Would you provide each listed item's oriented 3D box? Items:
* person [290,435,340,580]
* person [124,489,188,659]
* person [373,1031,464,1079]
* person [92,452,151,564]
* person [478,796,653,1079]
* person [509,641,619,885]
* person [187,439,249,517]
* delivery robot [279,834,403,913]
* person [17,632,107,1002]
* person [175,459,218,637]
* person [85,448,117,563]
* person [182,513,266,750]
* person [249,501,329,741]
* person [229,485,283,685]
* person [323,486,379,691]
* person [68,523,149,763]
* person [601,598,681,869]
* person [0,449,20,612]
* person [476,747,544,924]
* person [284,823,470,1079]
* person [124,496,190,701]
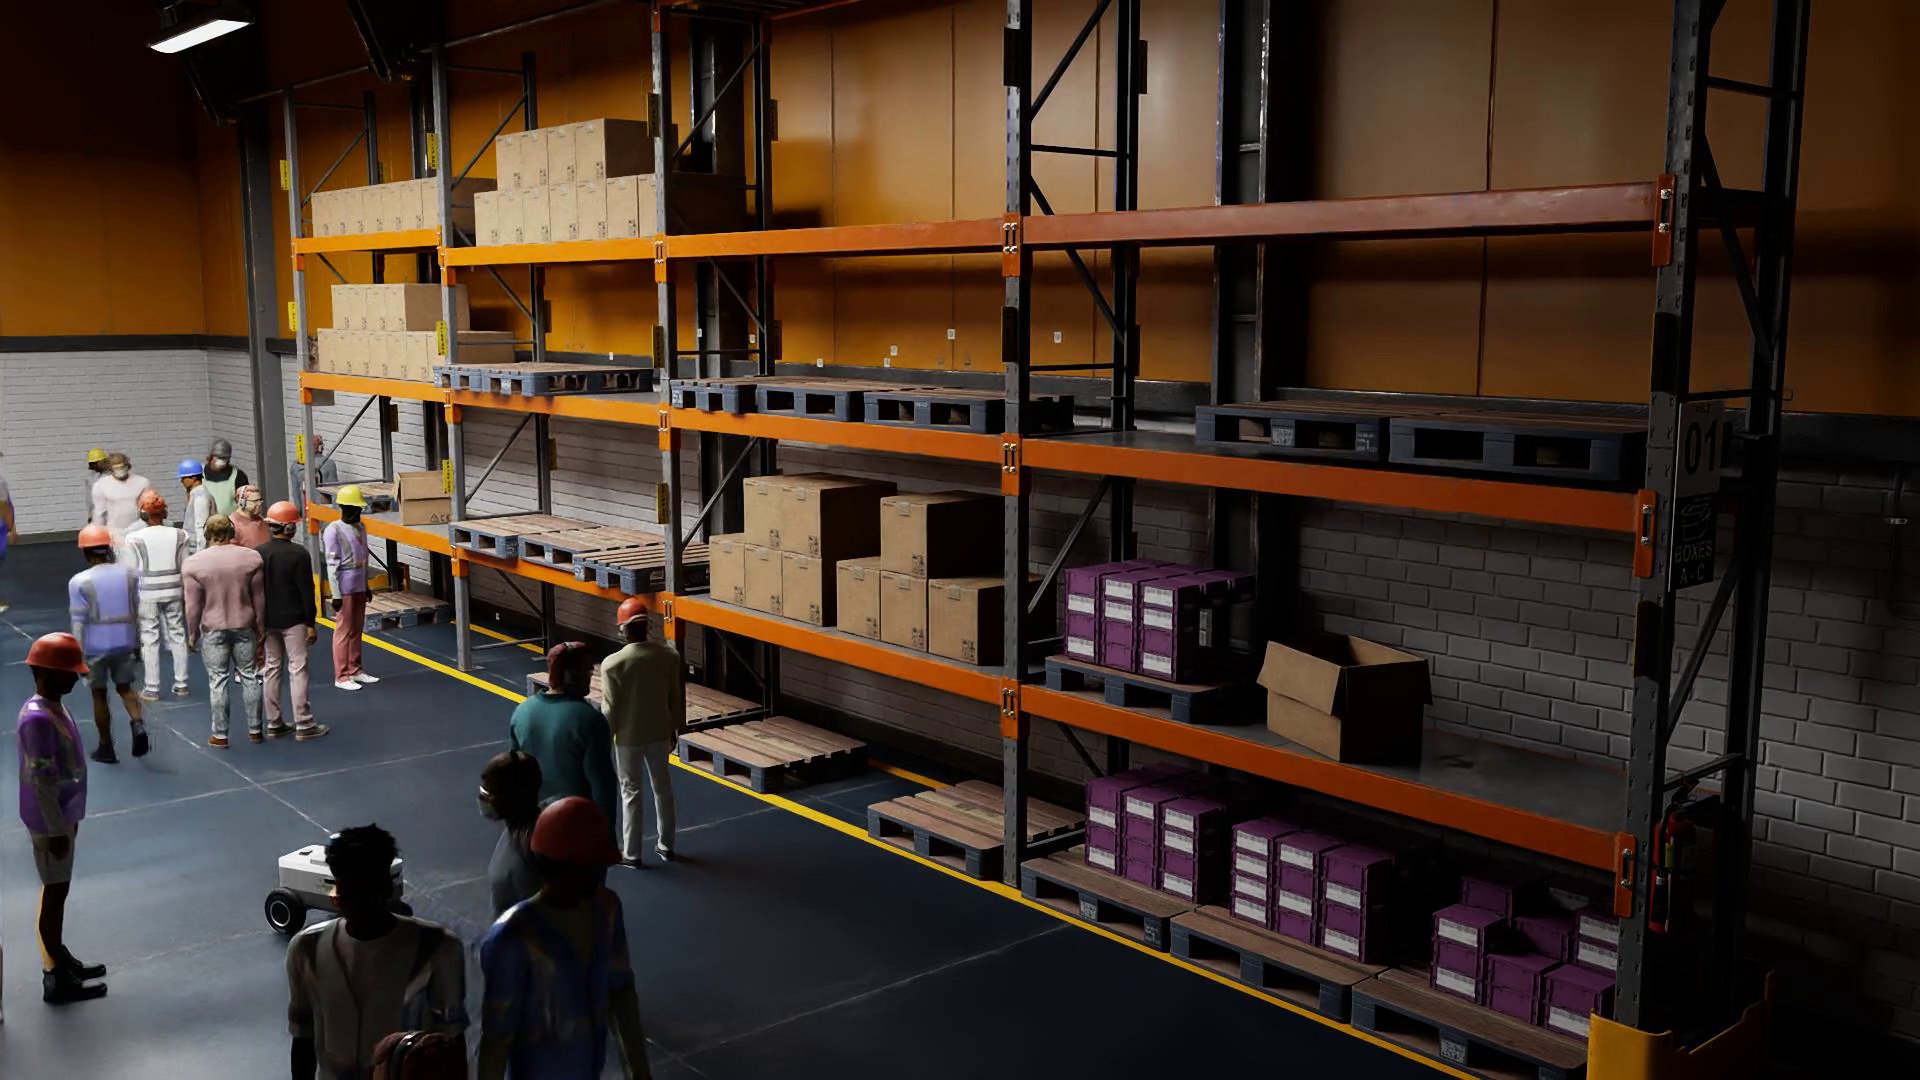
[{"bbox_3d":[-8.376,-0.423,21.745,0.638,1.911,0.406,1,8,7],"label":"person"},{"bbox_3d":[-8.207,0.354,16.963,0.425,1.765,0.570,4,9,25],"label":"person"},{"bbox_3d":[-1.287,2.126,4.094,0.403,1.895,0.647,2,8,12],"label":"person"},{"bbox_3d":[-9.804,-0.096,19.508,0.650,1.907,0.676,-7,11,-39],"label":"person"},{"bbox_3d":[-1.286,1.849,5.690,1.029,1.982,0.624,4,9,24],"label":"person"},{"bbox_3d":[-2.010,1.467,8.626,0.643,1.905,0.400,5,10,31],"label":"person"},{"bbox_3d":[-8.996,-0.269,20.218,0.692,2.000,0.862,-2,9,-16],"label":"person"},{"bbox_3d":[-3.583,1.946,9.634,0.707,0.478,0.477,4,9,23],"label":"delivery robot"},{"bbox_3d":[-4.716,1.439,8.730,0.374,1.929,0.542,-4,9,-24],"label":"person"},{"bbox_3d":[-8.288,0.084,18.145,0.421,1.935,0.612,-4,9,-26],"label":"person"},{"bbox_3d":[-11.231,-0.342,21.805,0.490,1.729,0.323,1,8,6],"label":"person"},{"bbox_3d":[-5.978,0.741,13.570,0.627,1.935,0.371,-6,10,-34],"label":"person"},{"bbox_3d":[-5.604,0.670,13.841,0.612,1.995,0.393,3,9,18],"label":"person"},{"bbox_3d":[-6.755,0.421,15.892,0.405,1.904,0.652,1,8,8],"label":"person"},{"bbox_3d":[-5.722,0.442,15.672,0.382,1.923,0.594,1,8,10],"label":"person"},{"bbox_3d":[-6.660,0.825,13.026,0.552,1.918,0.545,7,11,39],"label":"person"},{"bbox_3d":[-2.072,1.241,10.743,0.563,1.742,0.338,-7,10,-38],"label":"person"},{"bbox_3d":[-11.324,-0.161,19.463,0.708,2.000,0.561,4,9,27],"label":"person"},{"bbox_3d":[-1.678,1.756,6.548,0.378,1.931,0.626,-3,9,-20],"label":"person"},{"bbox_3d":[-1.932,1.886,5.538,0.606,1.960,0.368,0,8,1],"label":"person"},{"bbox_3d":[-7.333,0.529,15.241,0.565,1.879,0.358,-8,11,-43],"label":"person"}]
